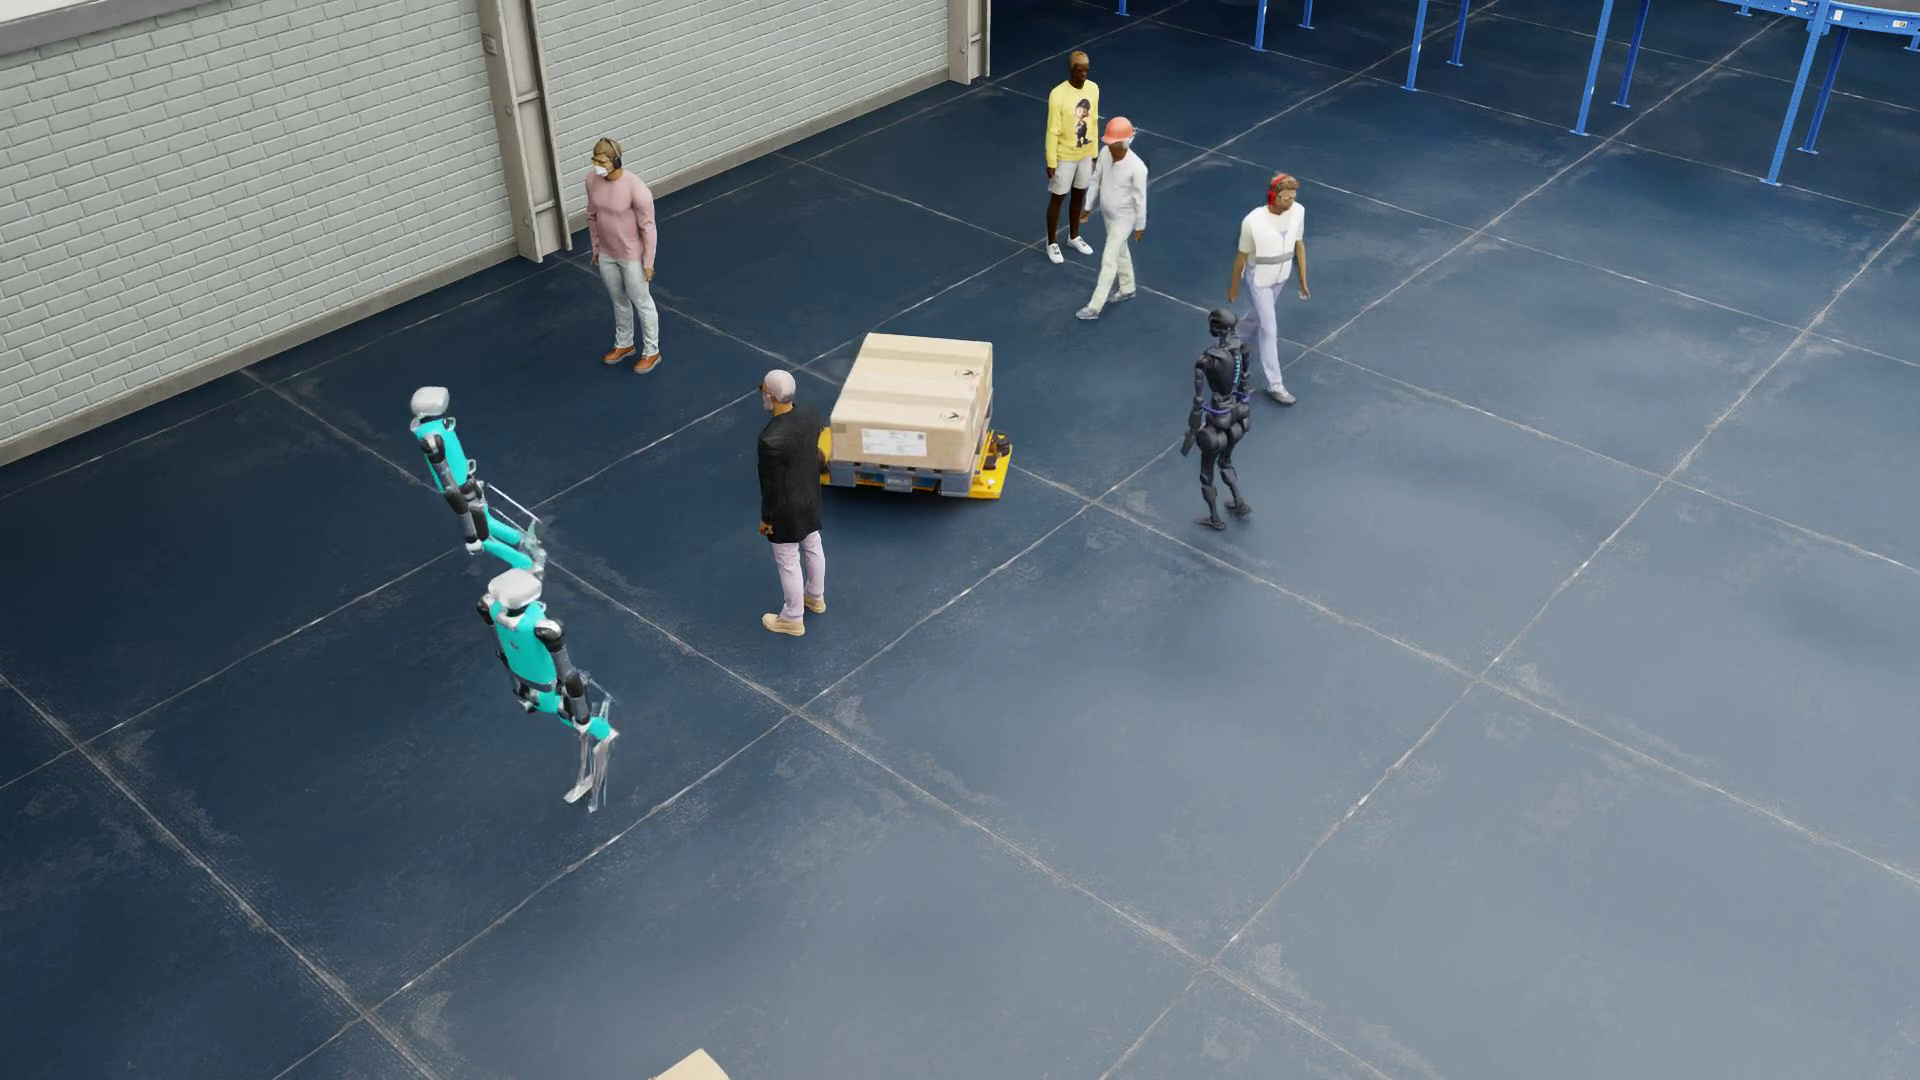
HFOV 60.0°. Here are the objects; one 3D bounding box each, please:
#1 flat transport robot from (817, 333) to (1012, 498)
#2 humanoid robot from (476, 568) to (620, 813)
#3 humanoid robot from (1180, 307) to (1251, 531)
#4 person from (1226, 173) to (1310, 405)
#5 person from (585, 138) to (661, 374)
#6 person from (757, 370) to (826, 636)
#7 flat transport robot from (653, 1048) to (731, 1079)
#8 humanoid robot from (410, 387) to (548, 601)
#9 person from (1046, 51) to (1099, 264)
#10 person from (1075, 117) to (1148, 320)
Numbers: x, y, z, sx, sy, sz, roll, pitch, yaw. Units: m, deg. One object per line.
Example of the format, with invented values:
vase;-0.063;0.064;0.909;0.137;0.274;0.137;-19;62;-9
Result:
flat transport robot;-0.368;-0.609;12.243;1.431;0.231;0.659;5;36;8
humanoid robot;-2.105;0.802;9.039;0.531;1.808;0.793;19;40;24
humanoid robot;1.775;-0.803;11.313;0.610;1.643;0.367;-28;44;-33
person;2.377;-2.012;12.901;0.554;1.795;0.931;-24;42;-30
person;-2.657;-2.242;13.098;0.636;1.938;0.359;19;40;25
person;-1.050;-0.233;10.348;0.406;1.856;0.528;18;39;24
flat transport robot;-1.133;3.108;7.024;1.431;0.231;0.659;21;41;27
humanoid robot;-2.882;-0.162;10.376;0.801;1.806;0.560;-10;37;-14
person;0.994;-3.414;14.777;0.556;1.898;0.356;-20;40;-26
person;1.233;-2.707;13.941;0.760;1.720;0.572;-17;39;-23
